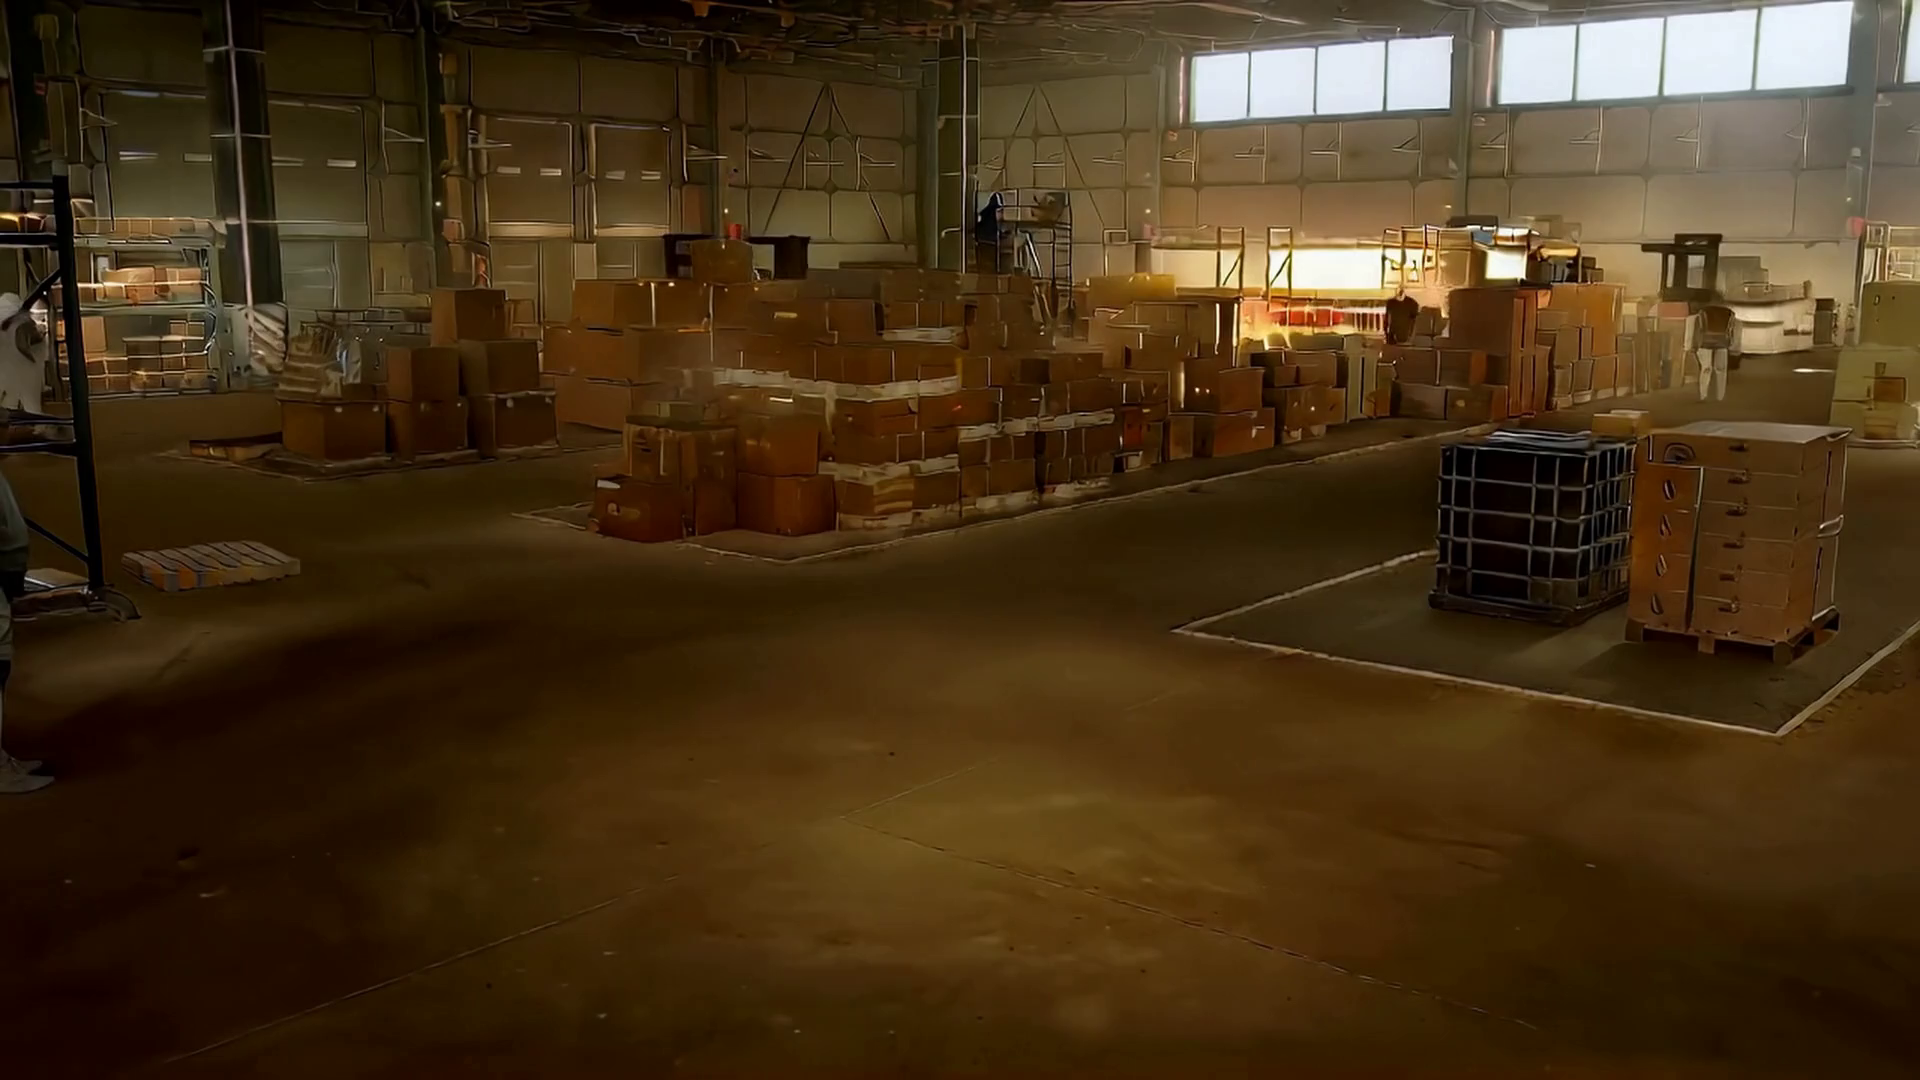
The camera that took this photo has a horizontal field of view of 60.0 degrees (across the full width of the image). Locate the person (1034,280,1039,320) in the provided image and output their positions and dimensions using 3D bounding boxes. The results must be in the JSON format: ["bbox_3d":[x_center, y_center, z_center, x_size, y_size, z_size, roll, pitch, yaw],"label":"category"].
[{"bbox_3d":[2.092,-6.445,46.595,0.905,1.645,0.543,1,10,7],"label":"person"}]

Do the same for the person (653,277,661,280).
[{"bbox_3d":[-6.523,-4.725,36.010,0.636,1.931,0.377,-5,11,-26],"label":"person"}]

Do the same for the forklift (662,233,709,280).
[{"bbox_3d":[-5.415,-4.677,33.019,1.873,2.768,1.129,8,13,40],"label":"forklift"}]

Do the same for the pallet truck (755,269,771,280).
[{"bbox_3d":[-4.996,-6.432,45.525,1.885,1.965,0.823,-6,12,-32],"label":"pallet truck"}]

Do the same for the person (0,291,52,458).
[{"bbox_3d":[-11.501,-2.025,20.313,0.690,2.000,0.538,-2,10,-12],"label":"person"}]

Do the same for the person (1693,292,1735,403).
[{"bbox_3d":[12.383,-3.159,27.354,0.619,1.838,0.430,3,10,18],"label":"person"}]

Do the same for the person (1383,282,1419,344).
[{"bbox_3d":[8.229,-3.850,31.028,0.648,1.928,0.508,8,12,37],"label":"person"}]

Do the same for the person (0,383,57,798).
[{"bbox_3d":[-4.533,0.215,7.766,0.371,1.966,0.608,-7,12,-33],"label":"person"}]

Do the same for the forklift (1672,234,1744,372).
[{"bbox_3d":[14.976,-4.835,33.919,1.873,2.768,1.129,-5,11,-24],"label":"forklift"}]

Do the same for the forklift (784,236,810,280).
[{"bbox_3d":[-3.888,-5.888,39.916,1.873,2.768,1.129,2,10,14],"label":"forklift"}]
